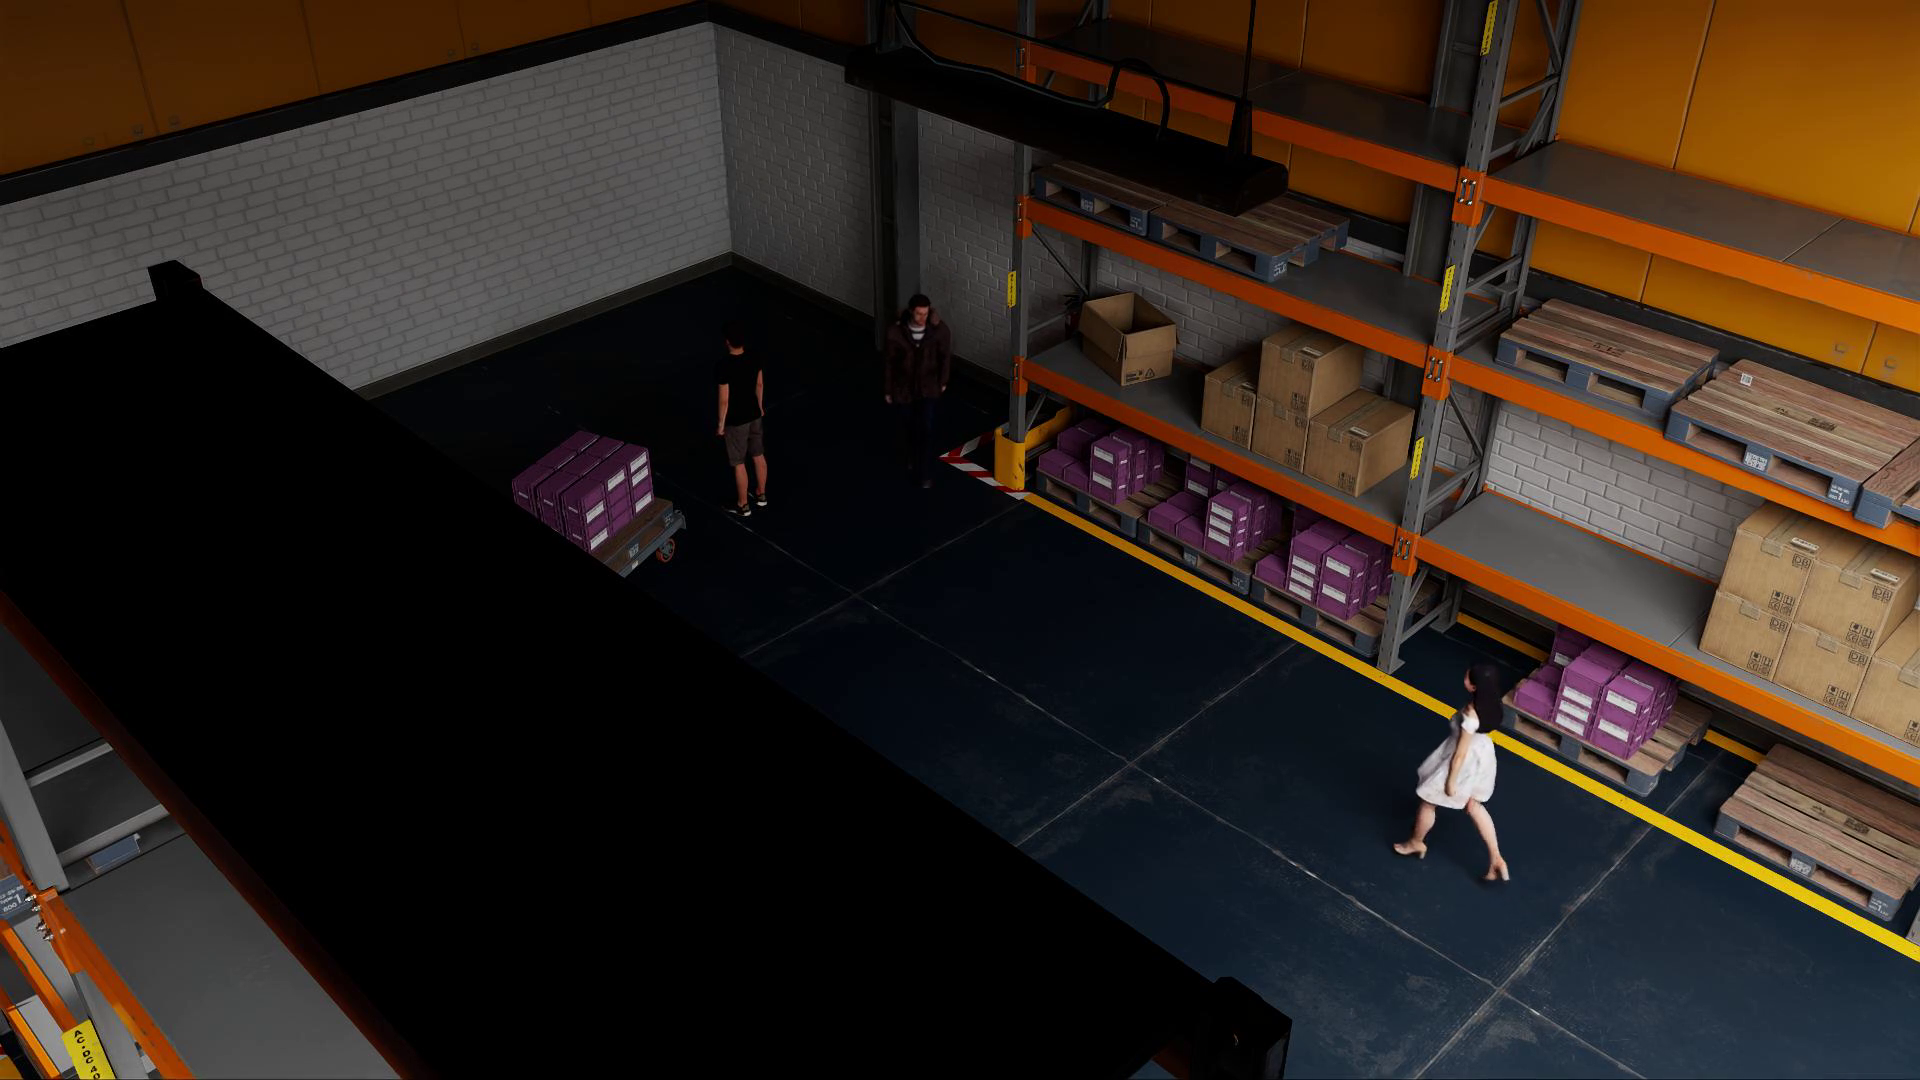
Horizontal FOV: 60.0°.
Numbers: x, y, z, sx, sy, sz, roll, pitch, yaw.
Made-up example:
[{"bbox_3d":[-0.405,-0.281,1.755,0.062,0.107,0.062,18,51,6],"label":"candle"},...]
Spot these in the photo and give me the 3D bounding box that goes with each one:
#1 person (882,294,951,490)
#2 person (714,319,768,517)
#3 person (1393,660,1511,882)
[{"bbox_3d":[-0.397,-1.448,15.140,1.087,1.811,1.145,1,34,2],"label":"person"},{"bbox_3d":[-1.910,-1.079,14.539,0.576,1.861,0.667,27,42,34],"label":"person"},{"bbox_3d":[3.317,1.512,10.745,0.999,1.747,0.625,28,43,35],"label":"person"}]
